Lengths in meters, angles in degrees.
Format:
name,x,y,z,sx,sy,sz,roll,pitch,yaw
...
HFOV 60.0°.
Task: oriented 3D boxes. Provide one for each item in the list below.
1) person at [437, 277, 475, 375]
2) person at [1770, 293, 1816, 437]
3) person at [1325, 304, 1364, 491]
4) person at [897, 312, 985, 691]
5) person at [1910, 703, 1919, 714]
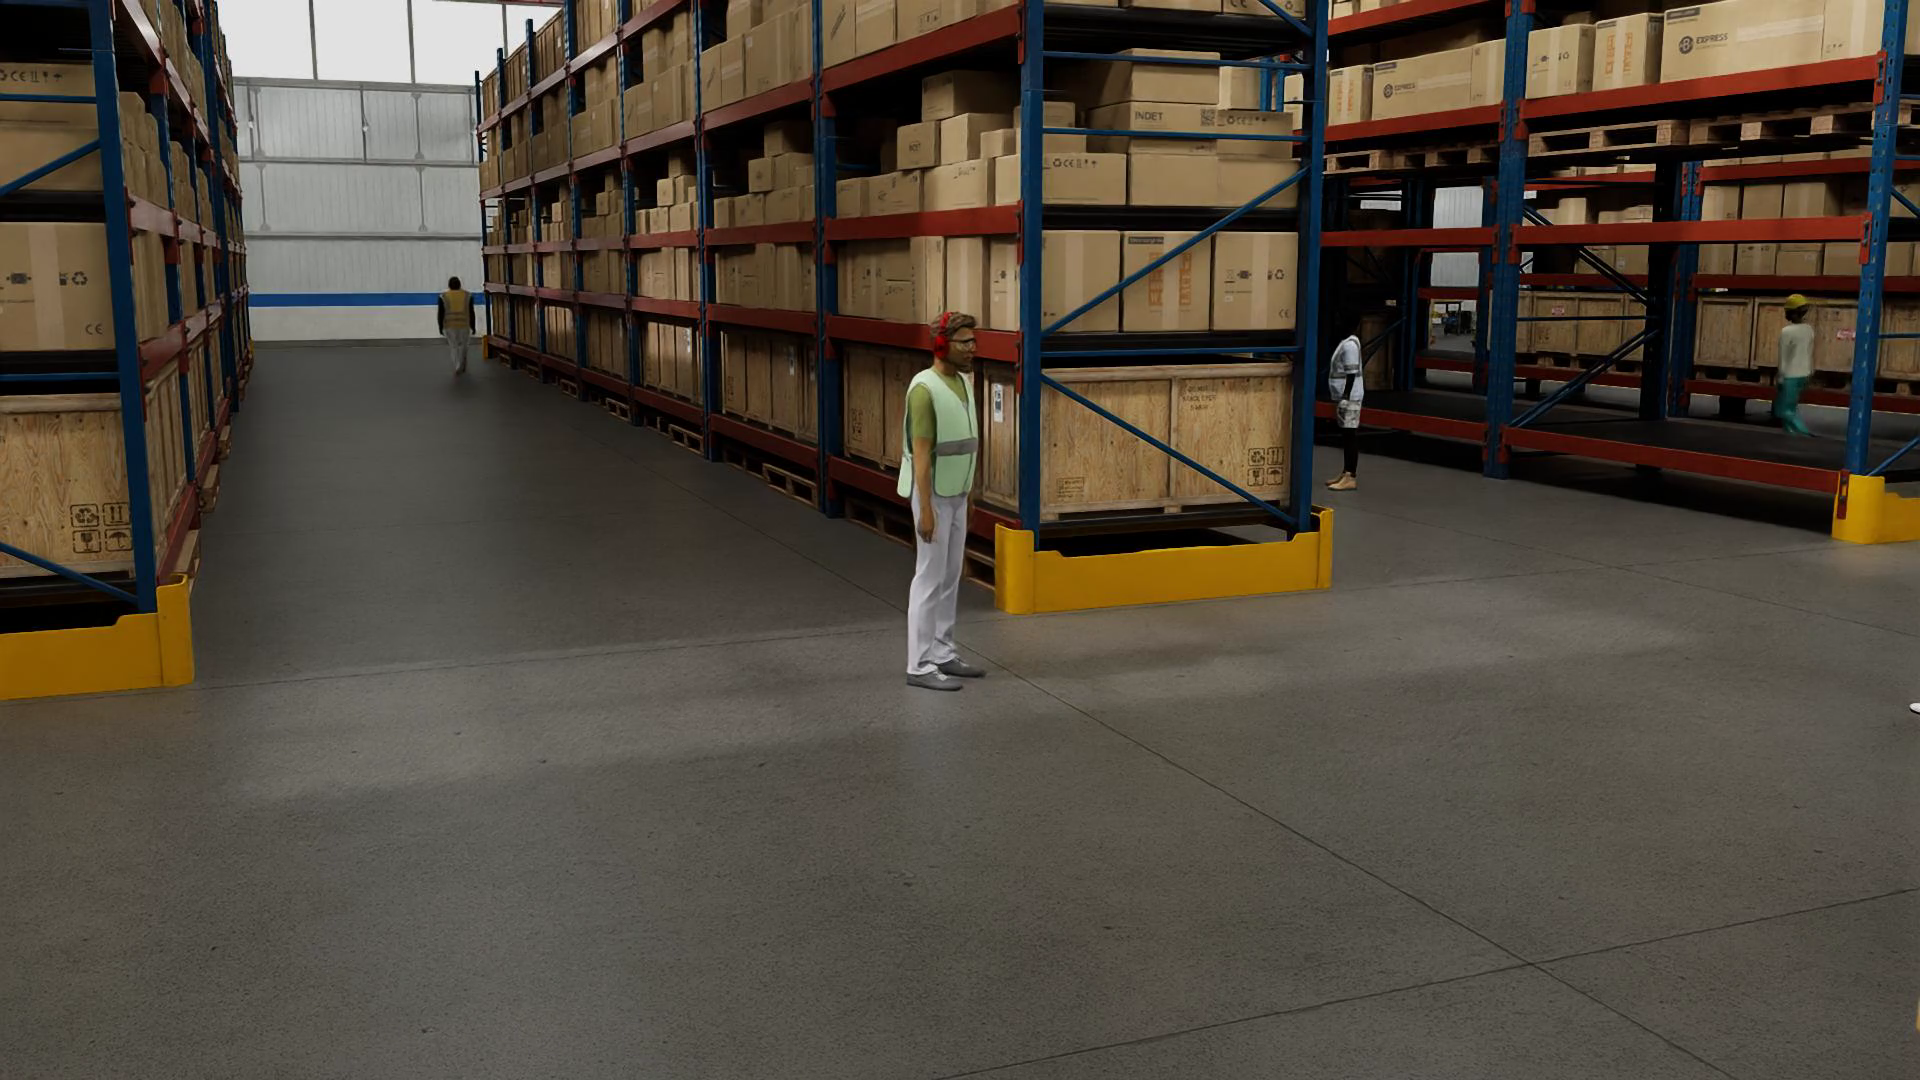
name,x,y,z,sx,sy,sz,roll,pitch,yaw
person,-9.335,-3.958,30.810,0.657,1.792,0.941,-4,10,-22
person,8.813,-1.714,17.512,0.530,1.752,0.554,-5,11,-27
person,3.511,-1.292,15.138,0.319,1.697,0.532,2,10,10
person,-0.104,-0.192,8.142,0.382,1.837,0.564,4,10,22
person,4.641,-0.123,7.551,0.642,1.900,0.400,-9,13,-43
